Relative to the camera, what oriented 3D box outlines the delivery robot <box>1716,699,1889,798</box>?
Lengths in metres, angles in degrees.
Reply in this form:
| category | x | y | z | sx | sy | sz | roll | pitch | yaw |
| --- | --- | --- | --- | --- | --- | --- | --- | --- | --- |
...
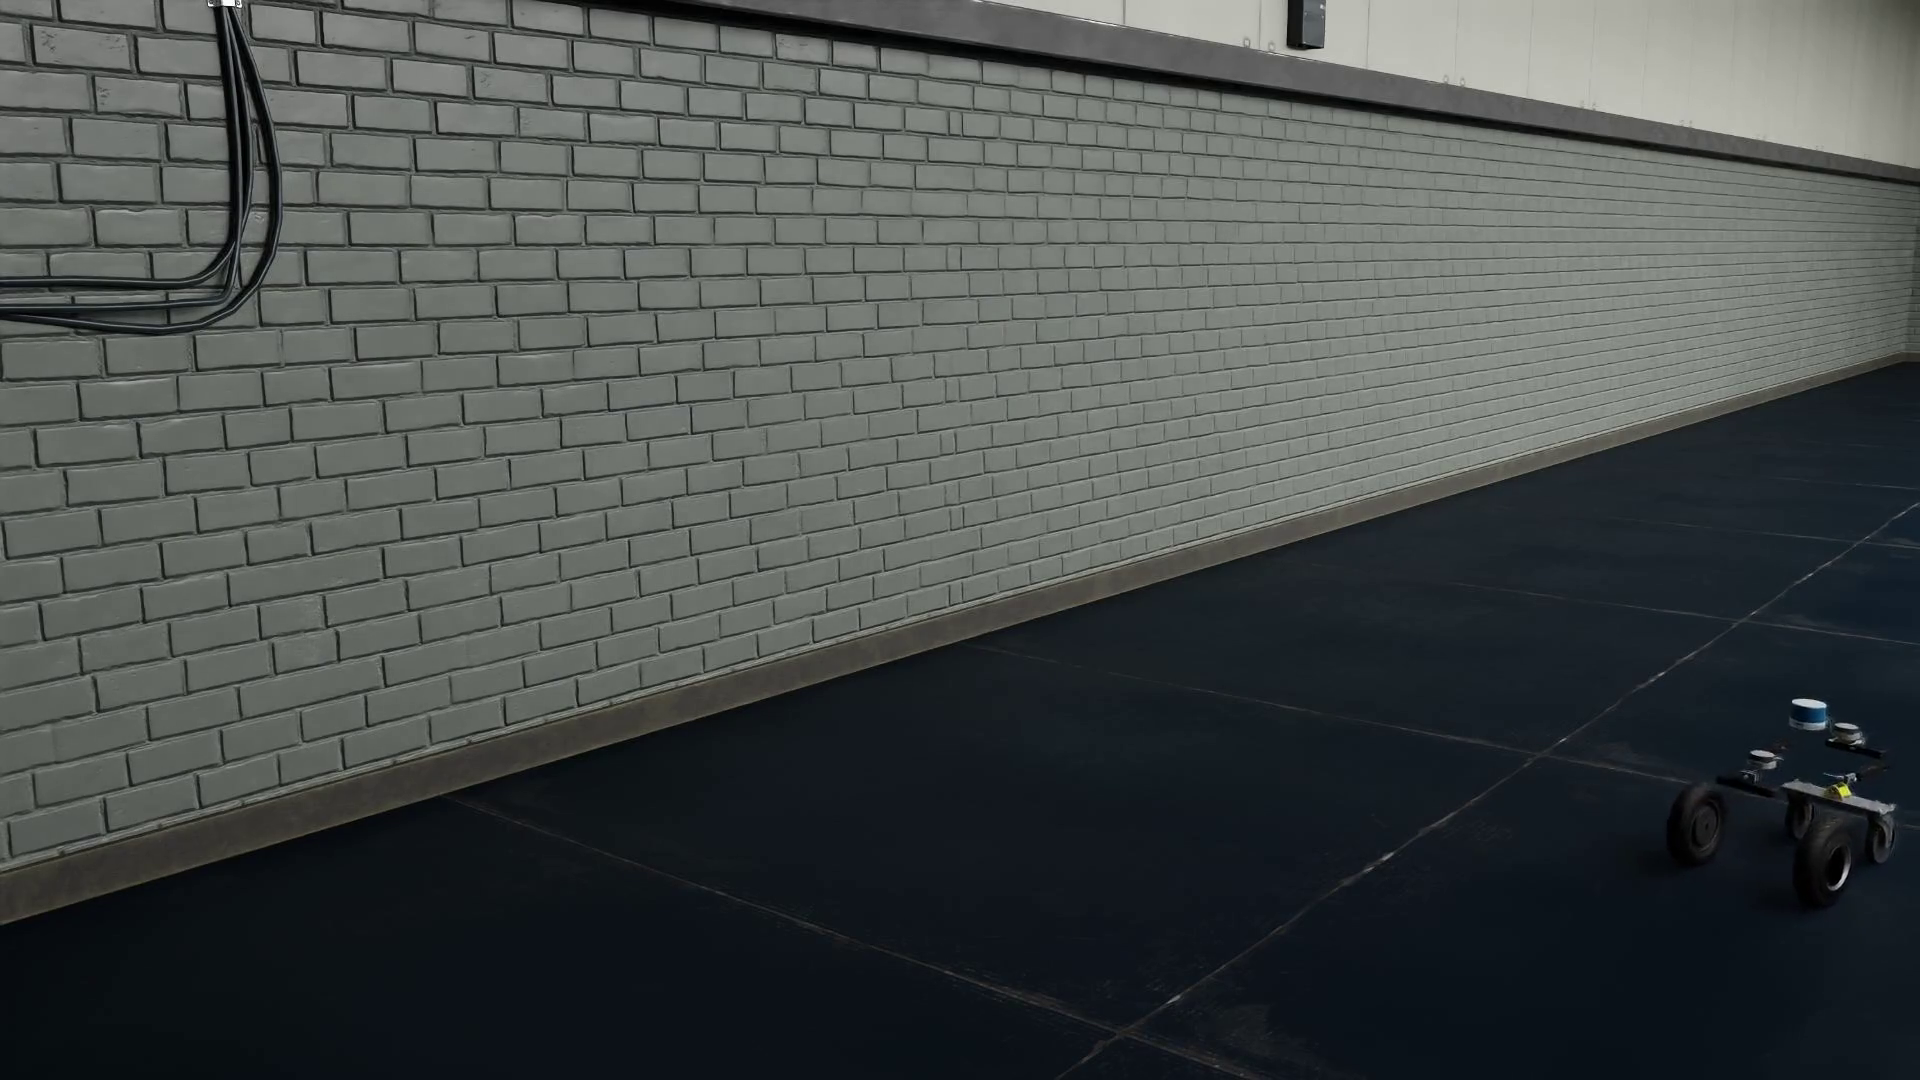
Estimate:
| category | x | y | z | sx | sy | sz | roll | pitch | yaw |
| --- | --- | --- | --- | --- | --- | --- | --- | --- | --- |
| delivery robot | 2.694 | 0.627 | 5.297 | 0.698 | 0.223 | 0.335 | -7 | 13 | -35 |
